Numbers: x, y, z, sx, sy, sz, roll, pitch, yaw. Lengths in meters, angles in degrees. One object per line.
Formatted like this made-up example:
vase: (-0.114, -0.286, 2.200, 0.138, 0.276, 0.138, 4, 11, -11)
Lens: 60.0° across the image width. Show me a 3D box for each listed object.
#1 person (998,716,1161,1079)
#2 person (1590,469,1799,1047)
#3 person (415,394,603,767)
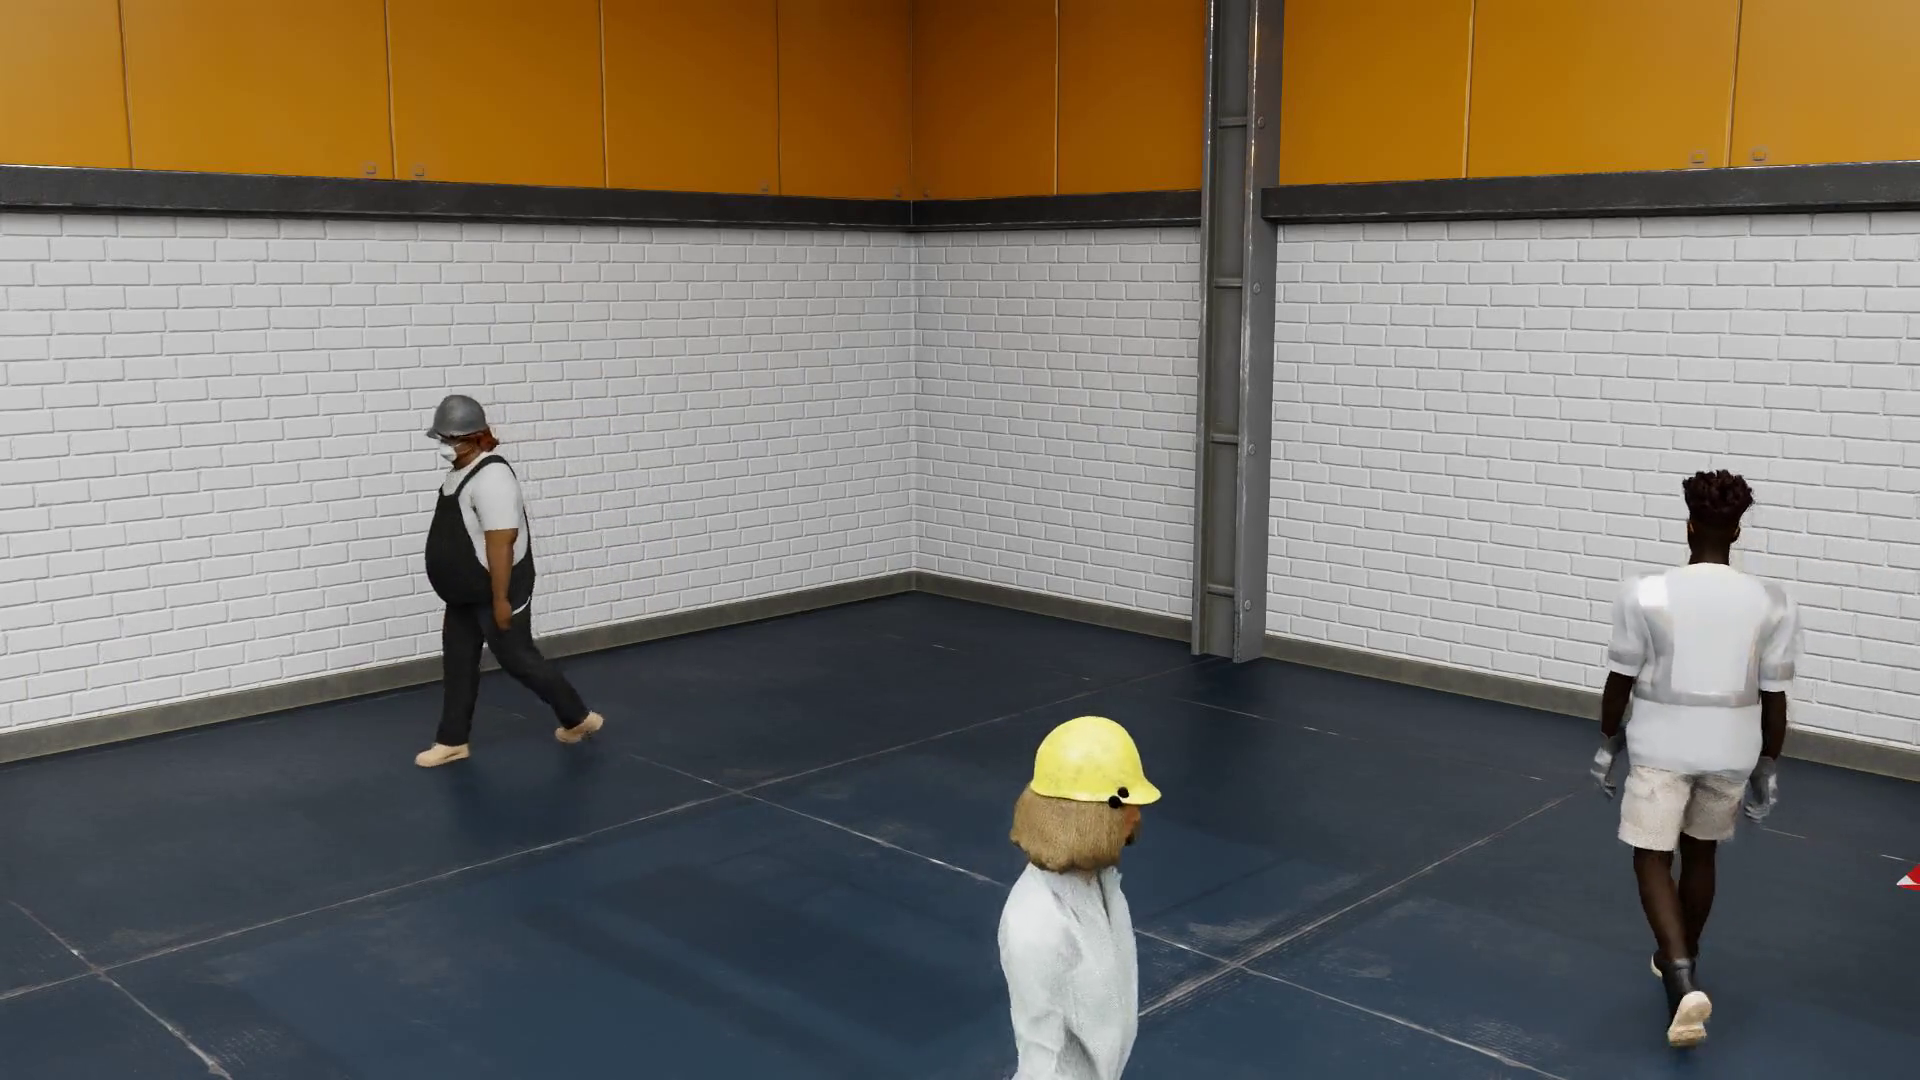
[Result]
person: (0.216, 1.211, 3.402, 0.494, 1.759, 0.492, 4, 10, 24)
person: (2.513, 0.726, 5.670, 0.607, 1.940, 0.860, 1, 9, 7)
person: (-2.414, 0.164, 8.807, 0.931, 2.000, 0.717, -6, 11, -34)
